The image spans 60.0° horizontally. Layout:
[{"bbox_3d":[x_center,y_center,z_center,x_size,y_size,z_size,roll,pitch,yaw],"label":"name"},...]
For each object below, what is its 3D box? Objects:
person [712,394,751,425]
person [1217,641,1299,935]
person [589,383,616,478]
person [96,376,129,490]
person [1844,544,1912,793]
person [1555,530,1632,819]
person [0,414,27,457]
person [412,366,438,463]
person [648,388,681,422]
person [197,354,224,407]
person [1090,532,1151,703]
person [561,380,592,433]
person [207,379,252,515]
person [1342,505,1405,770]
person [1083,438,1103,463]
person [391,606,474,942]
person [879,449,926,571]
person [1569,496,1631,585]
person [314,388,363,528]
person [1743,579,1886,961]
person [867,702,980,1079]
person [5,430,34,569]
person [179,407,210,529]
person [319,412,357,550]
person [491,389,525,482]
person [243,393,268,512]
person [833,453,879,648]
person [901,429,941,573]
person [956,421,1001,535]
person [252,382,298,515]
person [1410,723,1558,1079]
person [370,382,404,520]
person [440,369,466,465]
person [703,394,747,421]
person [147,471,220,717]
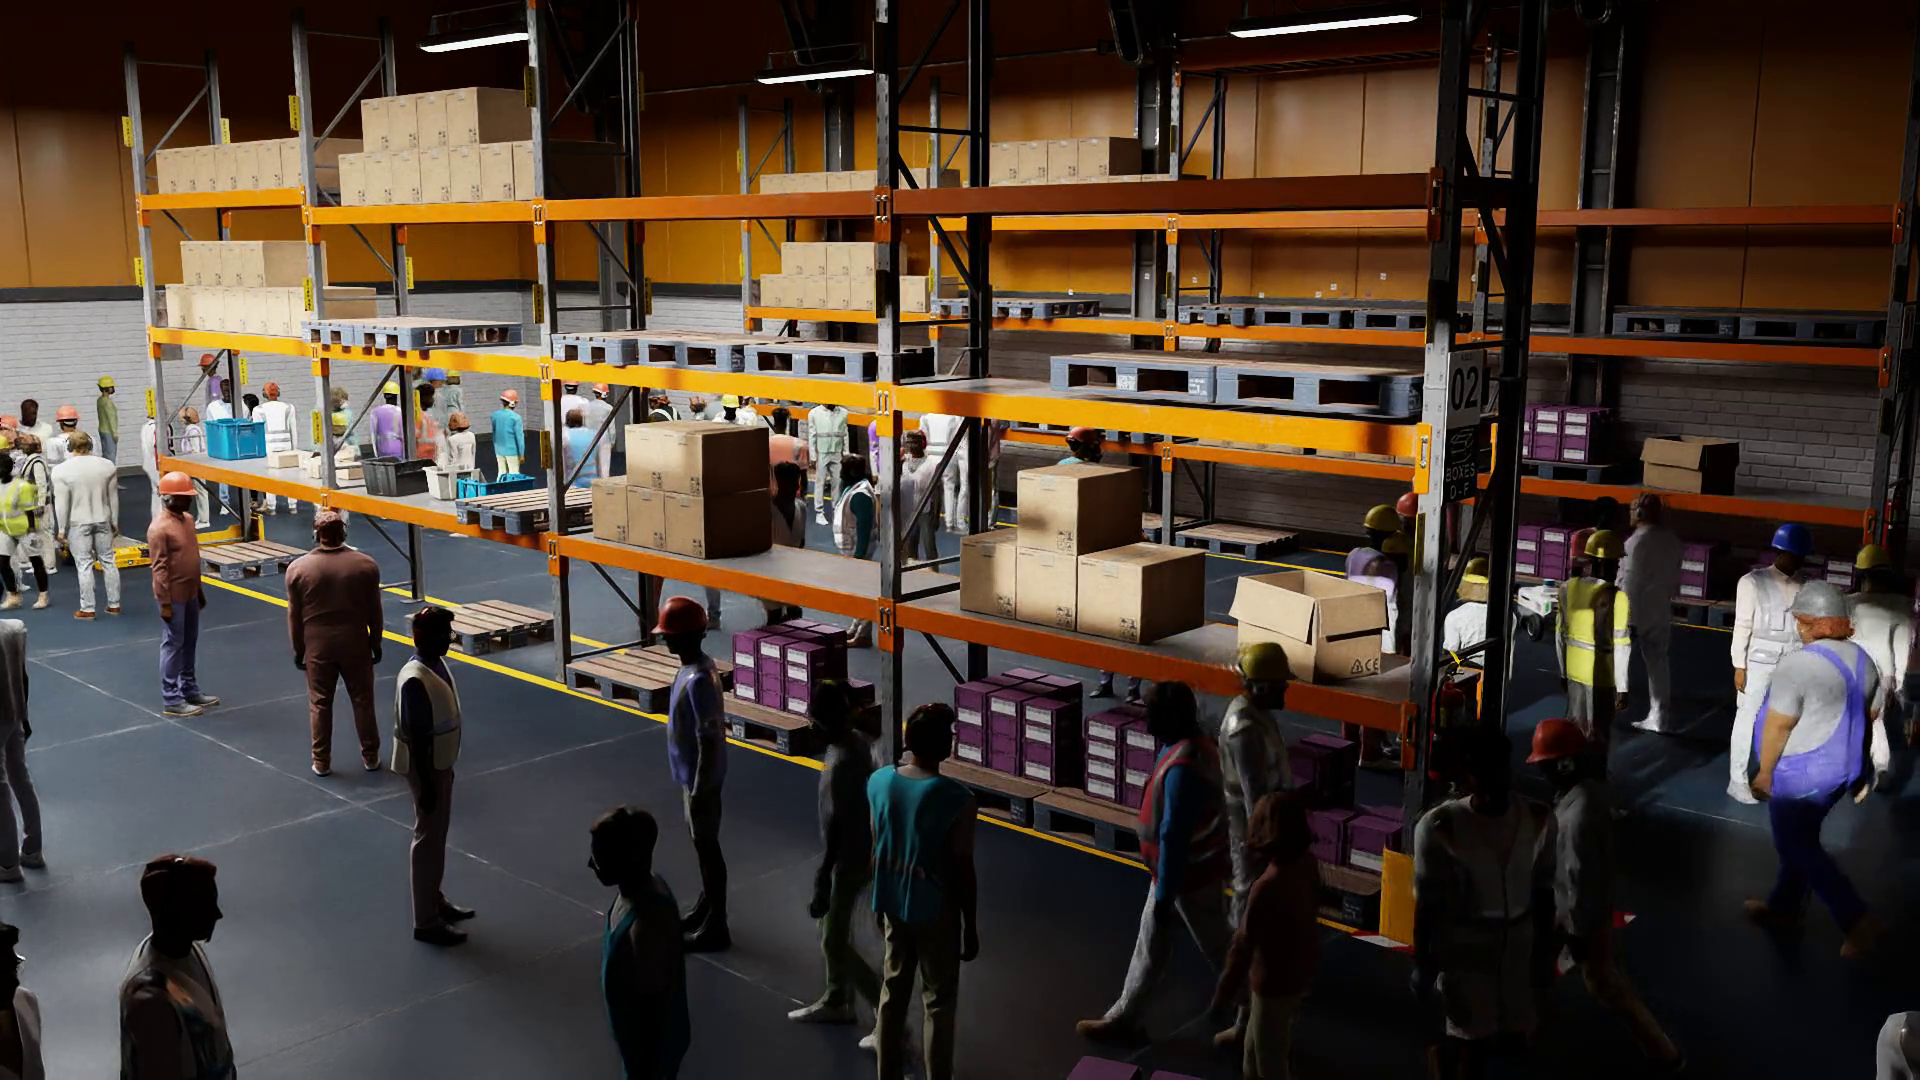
[{"bbox_3d":[-2.942,-0.949,21.412,0.587,1.920,0.389,-5,11,-24],"label":"person"},{"bbox_3d":[1.488,1.400,8.401,0.410,1.817,0.607,3,10,17],"label":"person"},{"bbox_3d":[-5.429,-1.531,25.200,0.557,1.744,0.345,5,11,27],"label":"person"},{"bbox_3d":[-13.213,-1.660,25.852,0.315,1.770,0.524,-10,14,-44],"label":"person"},{"bbox_3d":[6.205,0.902,11.386,0.544,1.748,0.468,1,10,5],"label":"person"},{"bbox_3d":[4.200,0.884,11.010,0.370,1.929,0.585,-5,11,-25],"label":"person"},{"bbox_3d":[-11.674,-0.681,20.465,0.568,1.726,0.808,-1,10,-6],"label":"person"},{"bbox_3d":[-9.313,-2.184,28.726,0.507,1.811,0.914,2,10,13],"label":"person"},{"bbox_3d":[-3.906,-1.037,21.552,0.535,2.000,0.679,4,11,22],"label":"person"},{"bbox_3d":[-12.179,-2.029,27.199,0.432,2.033,0.625,-3,10,-17],"label":"person"},{"bbox_3d":[1.331,0.469,13.818,0.525,1.769,0.316,6,12,30],"label":"person"},{"bbox_3d":[-5.688,-1.488,24.459,0.559,1.924,0.416,0,10,-3],"label":"person"},{"bbox_3d":[-10.299,-1.323,23.518,0.596,1.916,0.373,-5,11,-28],"label":"person"},{"bbox_3d":[3.005,0.697,12.073,0.385,1.925,0.592,-3,10,-17],"label":"person"},{"bbox_3d":[1.297,-0.107,16.780,0.328,1.872,0.515,1,10,3],"label":"person"},{"bbox_3d":[-2.905,1.264,9.103,0.372,1.840,0.570,-1,10,-7],"label":"person"},{"bbox_3d":[-0.592,-0.131,17.330,0.700,1.728,0.567,4,11,23],"label":"person"},{"bbox_3d":[5.435,0.452,14.157,0.545,1.689,0.357,1,10,4],"label":"person"},{"bbox_3d":[-8.411,-1.098,22.321,0.571,1.891,0.662,5,11,24],"label":"person"},{"bbox_3d":[4.643,1.200,8.905,0.686,2.000,0.827,-6,12,-30],"label":"person"},{"bbox_3d":[-0.171,1.611,7.172,0.561,1.836,0.394,7,12,36],"label":"person"},{"bbox_3d":[-11.063,-0.475,19.538,0.518,1.631,0.318,7,12,36],"label":"person"},{"bbox_3d":[-10.243,-0.964,22.281,0.312,1.638,0.512,-4,11,-23],"label":"person"},{"bbox_3d":[-7.711,-0.715,20.612,0.491,1.733,0.340,7,12,34],"label":"person"},{"bbox_3d":[-6.437,-1.284,23.801,0.577,1.738,0.354,6,12,30],"label":"person"},{"bbox_3d":[-10.057,-1.243,23.685,0.535,1.700,0.318,6,11,29],"label":"person"},{"bbox_3d":[-0.985,0.094,15.723,0.430,1.845,0.624,-1,10,-8],"label":"person"},{"bbox_3d":[-0.428,-0.290,17.925,0.561,1.836,0.392,6,12,32],"label":"person"},{"bbox_3d":[0.246,-0.955,21.596,0.758,1.856,0.614,5,11,27],"label":"person"},{"bbox_3d":[-9.640,-1.286,23.445,0.577,1.877,0.344,-6,11,-29],"label":"person"},{"bbox_3d":[2.094,1.636,6.786,0.627,1.930,0.645,-2,10,-11],"label":"person"},{"bbox_3d":[-7.822,-1.220,22.935,0.586,1.920,0.397,2,10,13],"label":"person"},{"bbox_3d":[-8.498,-2.019,27.960,0.485,1.739,0.313,4,11,24],"label":"person"},{"bbox_3d":[-3.257,-1.304,23.497,0.663,1.890,0.472,2,10,9],"label":"person"},{"bbox_3d":[-6.282,0.431,13.422,0.408,1.987,0.614,0,10,0],"label":"person"}]
